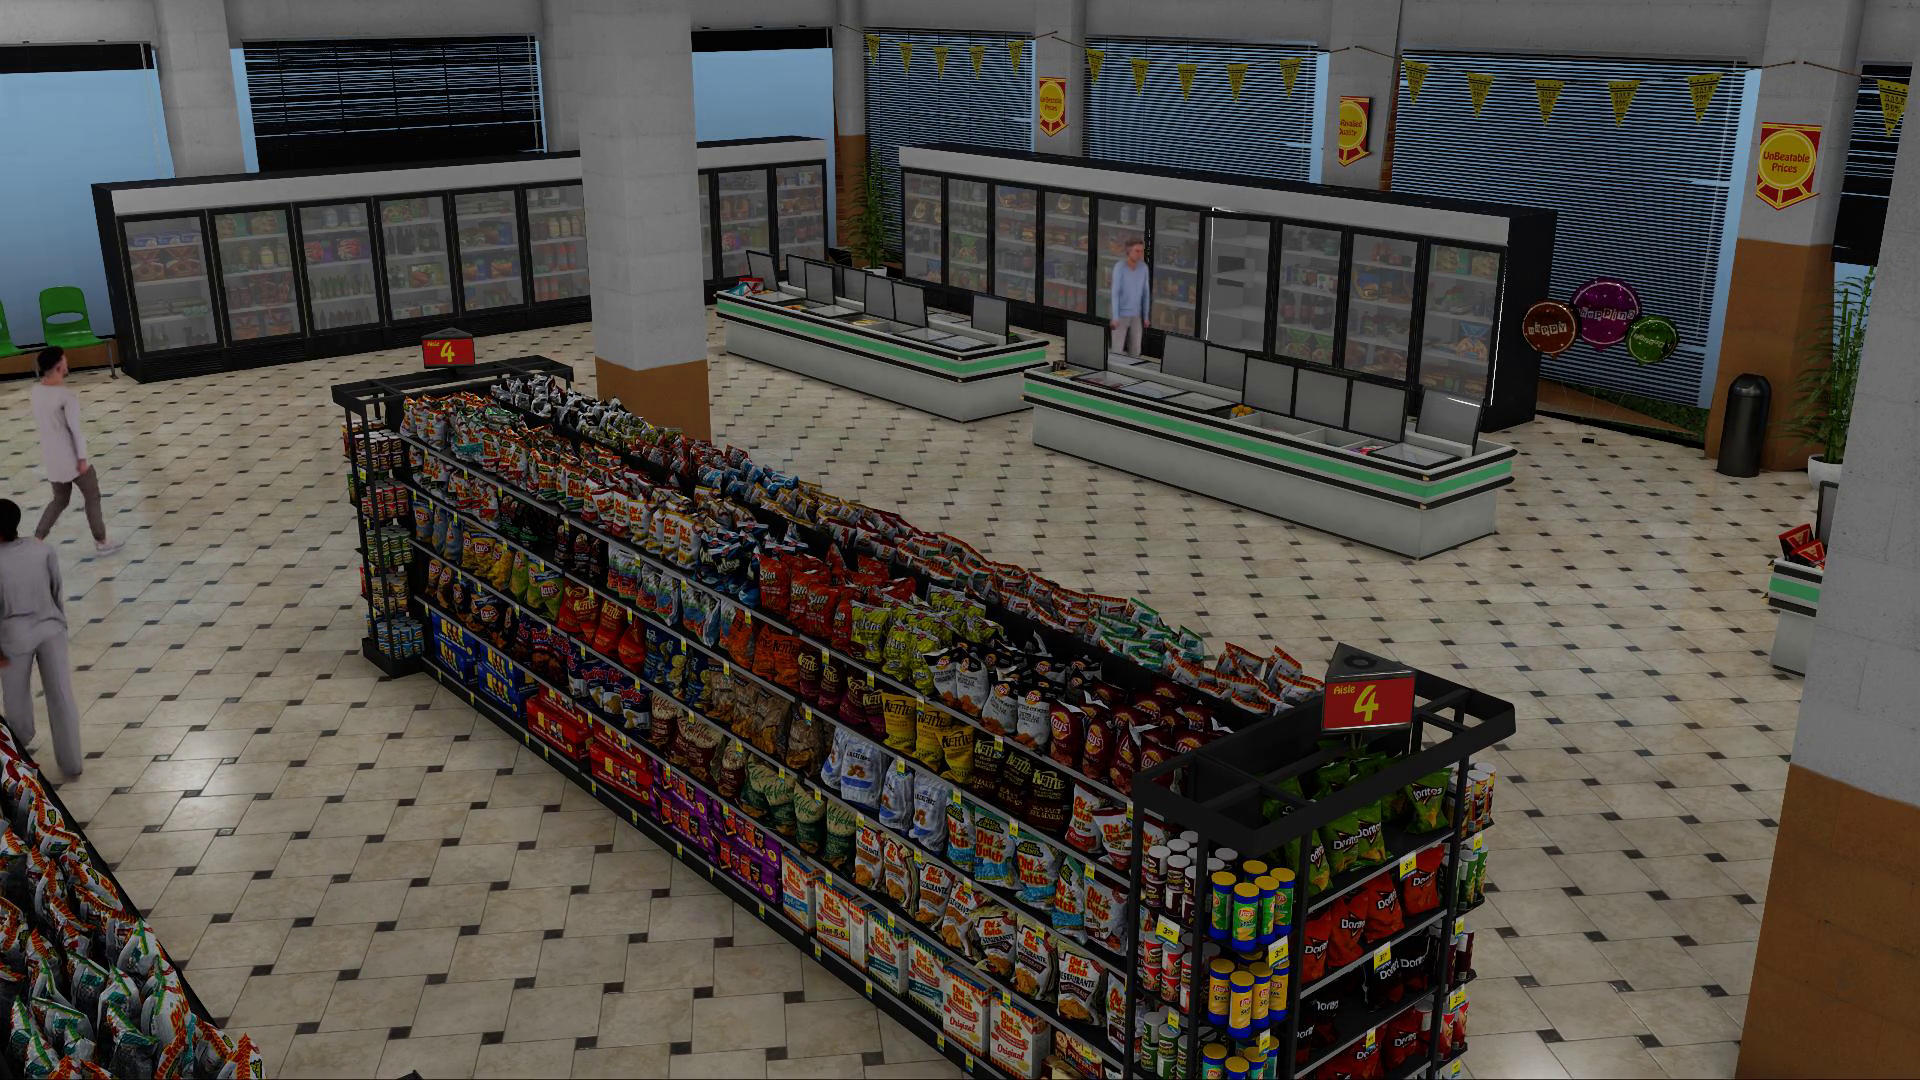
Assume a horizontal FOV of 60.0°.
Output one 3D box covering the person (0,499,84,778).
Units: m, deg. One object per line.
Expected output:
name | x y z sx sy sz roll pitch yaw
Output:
person | -5.546 0.622 9.989 0.650 1.692 1.102 -14 23 -36

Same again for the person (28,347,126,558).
person | -7.376 -0.659 13.590 1.145 1.817 1.101 6 20 17

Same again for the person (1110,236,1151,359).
person | 1.895 -2.550 19.102 0.704 1.878 0.639 -10 21 -28
